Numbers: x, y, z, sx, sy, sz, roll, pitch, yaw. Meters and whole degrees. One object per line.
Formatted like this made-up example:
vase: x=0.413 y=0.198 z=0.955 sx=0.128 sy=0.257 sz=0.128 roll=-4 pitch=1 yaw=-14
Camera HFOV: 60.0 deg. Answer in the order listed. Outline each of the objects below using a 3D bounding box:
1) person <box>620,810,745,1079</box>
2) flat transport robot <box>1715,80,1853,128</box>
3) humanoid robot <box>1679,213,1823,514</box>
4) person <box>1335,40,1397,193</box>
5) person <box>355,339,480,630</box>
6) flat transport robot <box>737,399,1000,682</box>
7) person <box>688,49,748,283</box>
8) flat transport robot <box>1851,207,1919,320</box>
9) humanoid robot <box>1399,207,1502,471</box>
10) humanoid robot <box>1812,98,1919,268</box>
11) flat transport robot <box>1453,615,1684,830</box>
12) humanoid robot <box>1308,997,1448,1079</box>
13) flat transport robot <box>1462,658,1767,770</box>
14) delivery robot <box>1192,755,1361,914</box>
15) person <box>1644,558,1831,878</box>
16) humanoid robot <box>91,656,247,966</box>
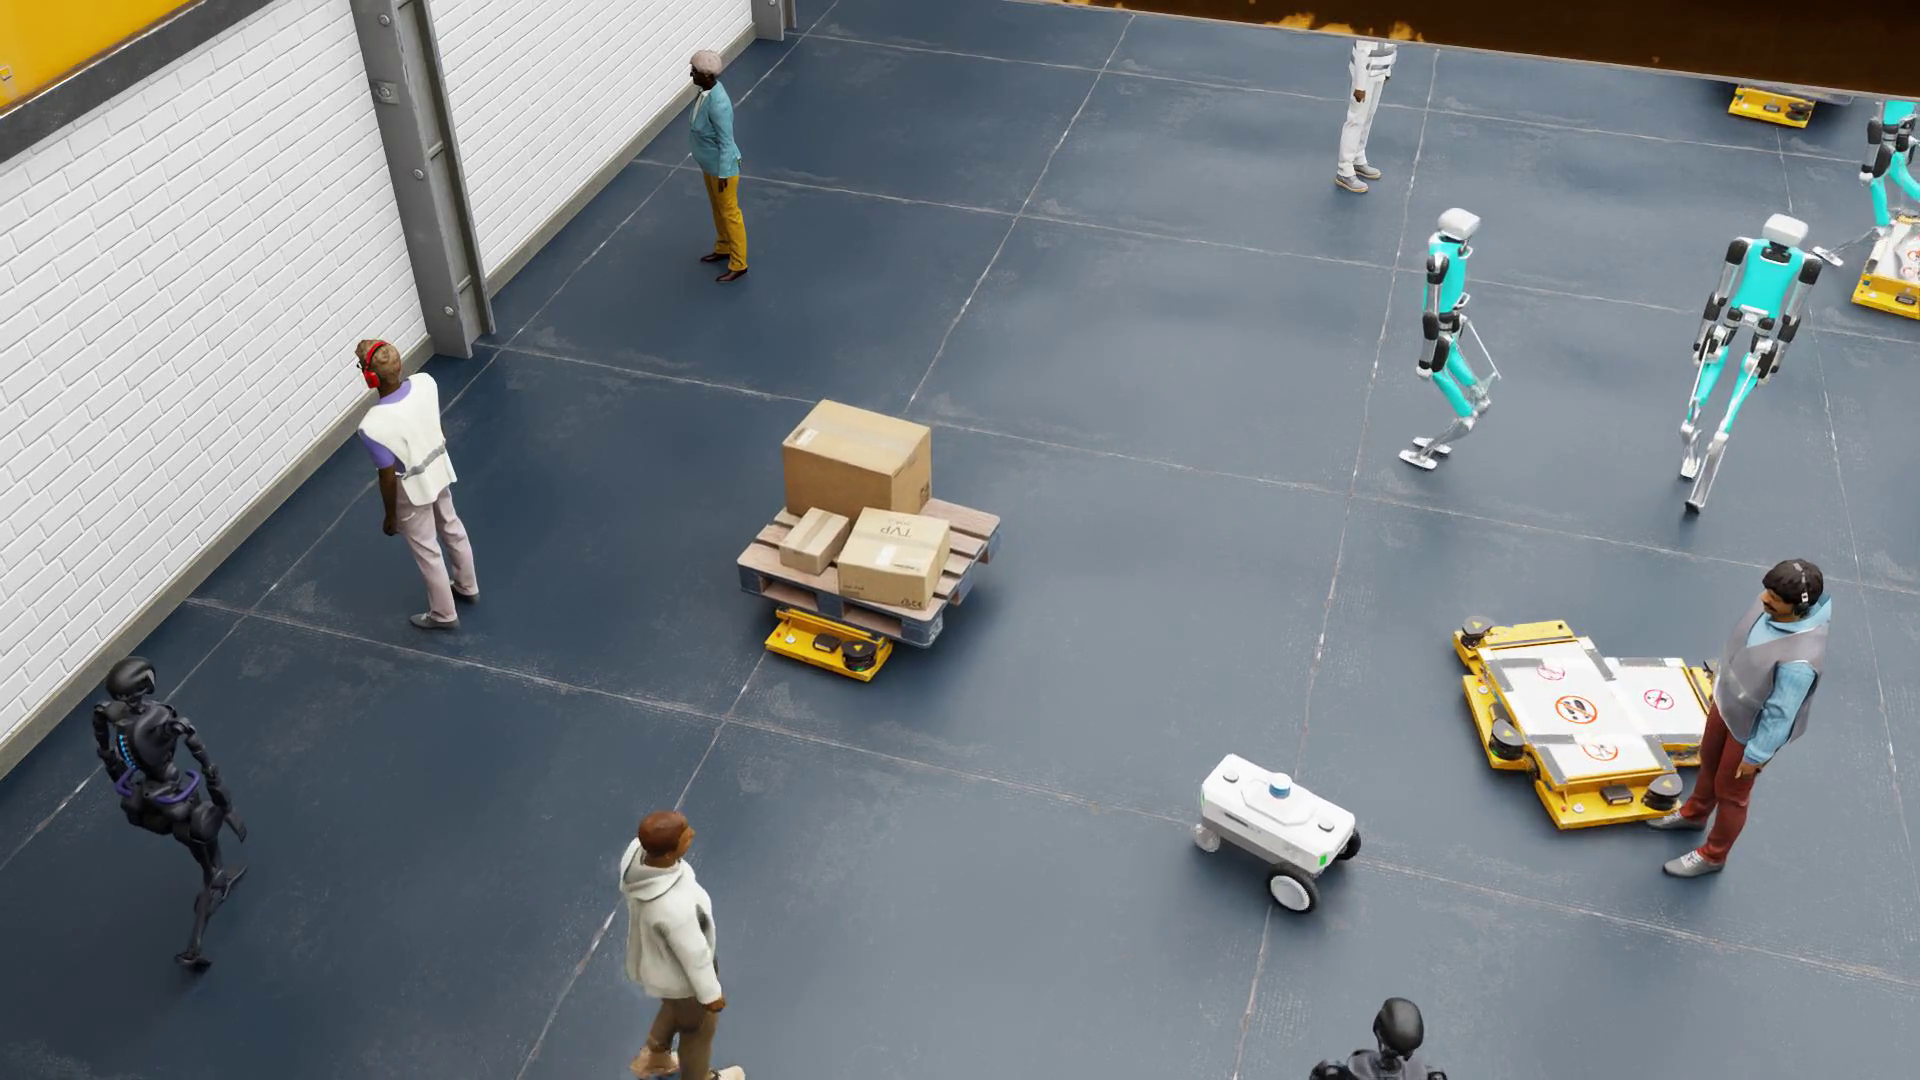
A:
person: x=-1.127 y=1.701 z=6.702 sx=0.445 sy=1.750 sz=0.543 roll=-20 pitch=43 yaw=-23
flat transport robot: x=7.503 y=-4.157 z=15.175 sx=0.659 sy=0.231 sz=1.431 roll=20 pitch=43 yaw=23
humanoid robot: x=4.689 y=-0.992 z=10.126 sx=0.546 sy=1.849 sz=0.899 roll=20 pitch=43 yaw=23
person: x=3.316 y=-3.750 z=13.382 sx=0.355 sy=1.882 sz=0.574 roll=22 pitch=44 yaw=25
person: x=-2.960 y=-0.278 z=9.094 sx=0.397 sy=1.842 sz=0.563 roll=14 pitch=41 yaw=17
flat transport robot: x=-0.501 y=0.240 z=9.706 sx=0.659 sy=0.231 sz=1.431 roll=16 pitch=42 yaw=19
person: x=-1.800 y=-2.759 z=12.250 sx=0.340 sy=1.754 sz=0.525 roll=-16 pitch=42 yaw=-19
flat transport robot: x=7.253 y=-2.079 z=12.590 sx=0.659 sy=0.231 sz=1.431 roll=22 pitch=44 yaw=25
humanoid robot: x=3.106 y=-1.180 z=10.253 sx=0.684 sy=1.736 sz=0.532 roll=19 pitch=43 yaw=22
humanoid robot: x=6.988 y=-2.729 z=12.240 sx=0.561 sy=1.775 sz=0.871 roll=-25 pitch=45 yaw=-27
flat transport robot: x=3.213 y=0.925 z=8.854 sx=0.659 sy=0.231 sz=1.431 roll=-5 pitch=39 yaw=-7
humanoid robot: x=1.403 y=2.338 z=5.992 sx=0.634 sy=1.620 sz=0.572 roll=0 pitch=39 yaw=0
flat transport robot: x=3.474 y=0.929 z=8.849 sx=1.431 sy=0.231 sz=0.659 roll=0 pitch=39 yaw=0
delivery robot: x=1.540 y=1.388 z=8.064 sx=0.815 sy=0.612 sz=0.499 roll=25 pitch=45 yaw=28
person: x=3.657 y=0.830 z=7.698 sx=0.420 sy=1.870 sz=0.545 roll=2 pitch=39 yaw=2
humanoid robot: x=-3.555 y=1.196 z=7.417 sx=0.611 sy=1.634 sz=0.695 roll=8 pitch=39 yaw=10
